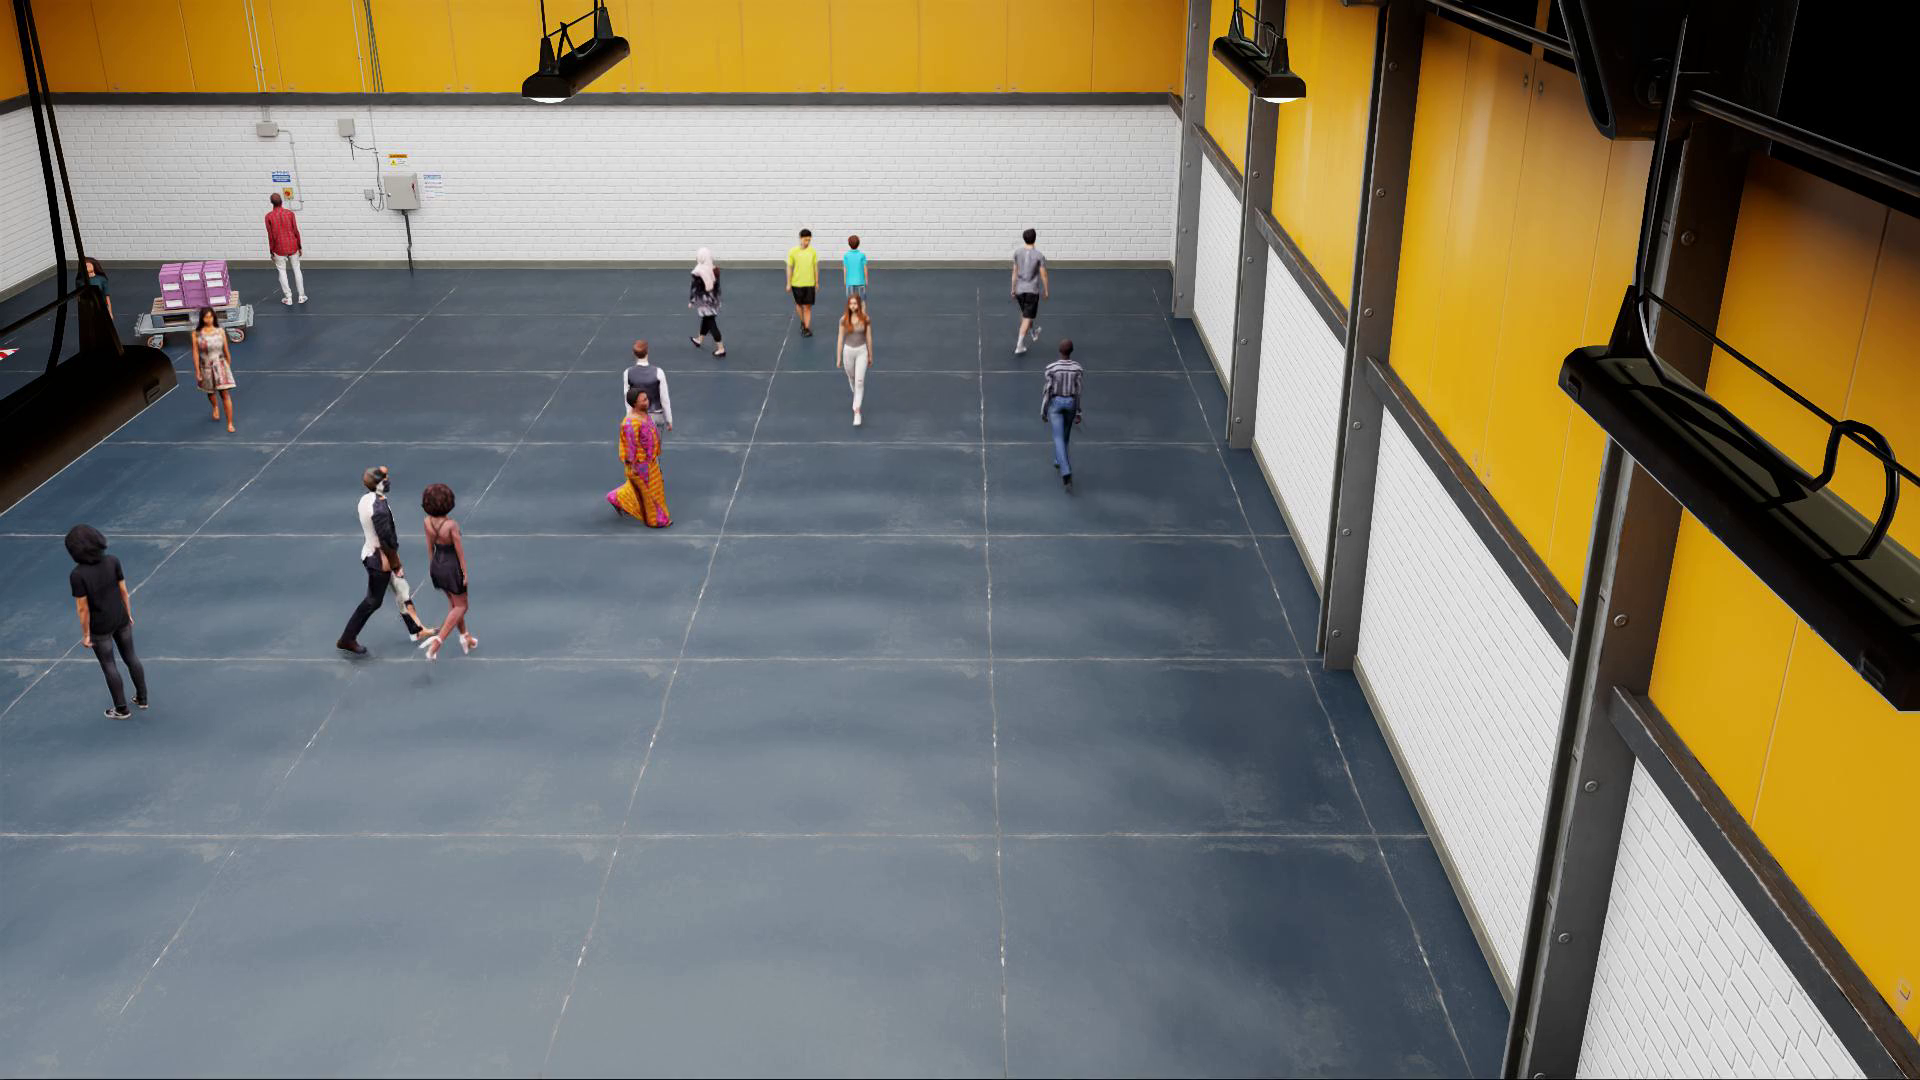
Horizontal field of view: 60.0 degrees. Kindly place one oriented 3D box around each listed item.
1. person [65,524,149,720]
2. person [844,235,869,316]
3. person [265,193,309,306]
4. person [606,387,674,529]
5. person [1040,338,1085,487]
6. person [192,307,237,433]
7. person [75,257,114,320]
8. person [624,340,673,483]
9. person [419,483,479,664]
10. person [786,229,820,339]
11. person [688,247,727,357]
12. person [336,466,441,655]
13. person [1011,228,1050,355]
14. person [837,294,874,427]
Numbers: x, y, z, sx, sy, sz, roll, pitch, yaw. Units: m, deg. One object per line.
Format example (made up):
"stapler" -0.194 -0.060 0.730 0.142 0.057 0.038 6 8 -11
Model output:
"person" -7.530 0.711 14.690 0.764 1.834 0.652 14 27 29
"person" -1.640 -4.086 26.145 0.513 1.449 0.466 0 24 0
"person" -11.072 -4.791 27.298 0.752 1.817 0.752 -12 26 -26
"person" -3.637 -0.934 18.662 0.730 1.668 0.954 2 24 4
"person" 1.241 -1.488 19.820 0.787 1.755 1.175 -4 24 -10
"person" -9.776 -2.252 21.751 0.940 1.608 1.203 -11 26 -23
"person" -12.571 -3.338 24.225 0.684 1.616 0.702 -9 25 -19
"person" -3.641 -1.348 19.301 0.711 1.913 1.258 2 24 5
"person" -4.843 0.361 15.577 0.808 1.766 1.052 10 26 22
"person" -2.432 -3.982 25.646 0.784 1.658 1.096 -3 24 -8
"person" -3.677 -3.473 24.560 1.111 1.594 1.088 19 30 36
"person" -5.591 0.228 15.779 1.090 1.847 1.250 -10 26 -22
"person" 0.965 -3.663 24.696 1.057 1.834 1.269 13 27 27
"person" -1.385 -2.443 22.092 0.627 1.685 1.133 1 24 2
